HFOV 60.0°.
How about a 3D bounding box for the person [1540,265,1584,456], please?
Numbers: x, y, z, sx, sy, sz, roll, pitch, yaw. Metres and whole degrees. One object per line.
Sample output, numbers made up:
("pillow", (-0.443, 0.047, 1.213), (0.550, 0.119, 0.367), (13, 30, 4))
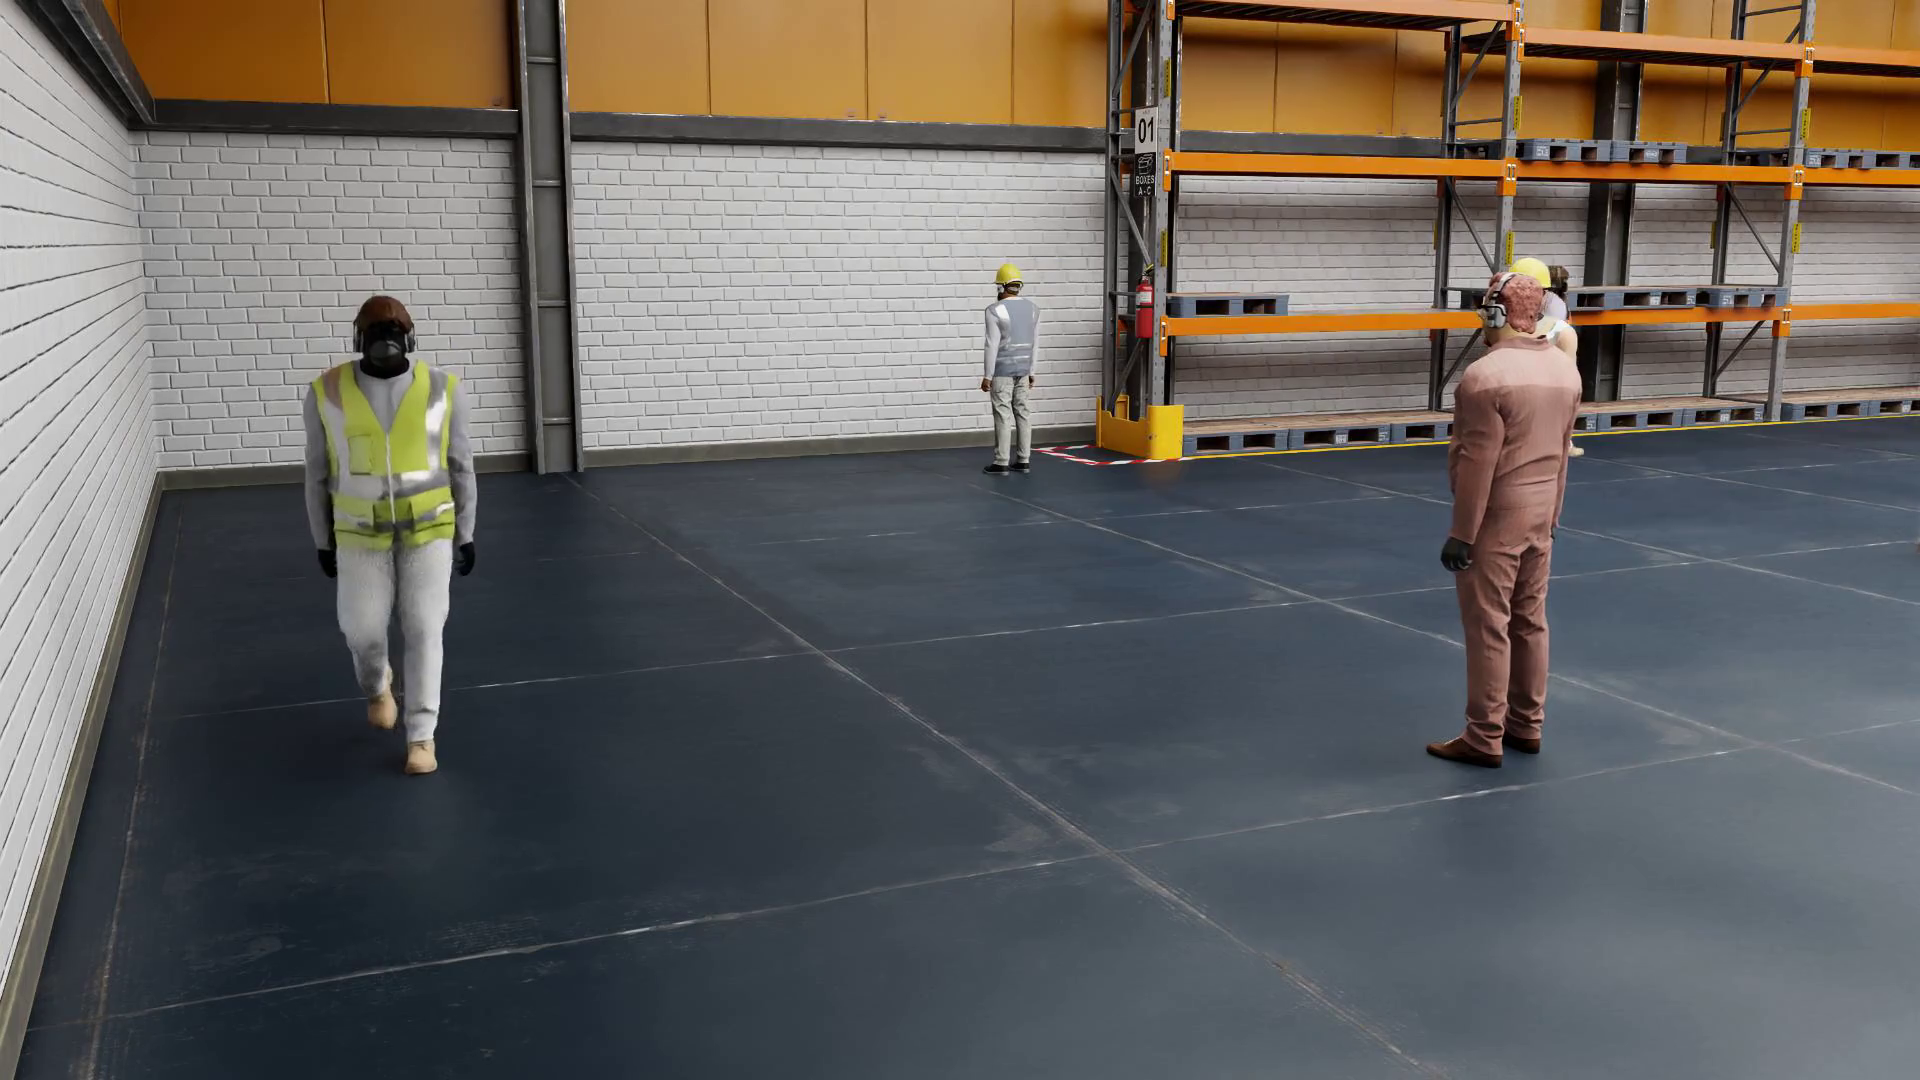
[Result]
("person", (5.464, -1.683, 15.695), (0.878, 1.819, 0.625), (-2, 10, -12))

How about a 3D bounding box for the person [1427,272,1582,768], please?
("person", (2.091, -0.076, 6.460), (0.655, 1.906, 0.407), (-8, 13, -37))

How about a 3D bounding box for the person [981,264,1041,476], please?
("person", (0.421, -1.477, 14.469), (0.600, 1.832, 0.404), (-8, 13, -39))

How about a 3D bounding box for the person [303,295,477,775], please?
("person", (-2.192, -0.032, 6.451), (0.628, 1.826, 0.580), (-3, 11, -17))

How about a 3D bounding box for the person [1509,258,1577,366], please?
("person", (3.247, -0.652, 9.608), (0.369, 1.928, 0.586), (-7, 12, -34))
